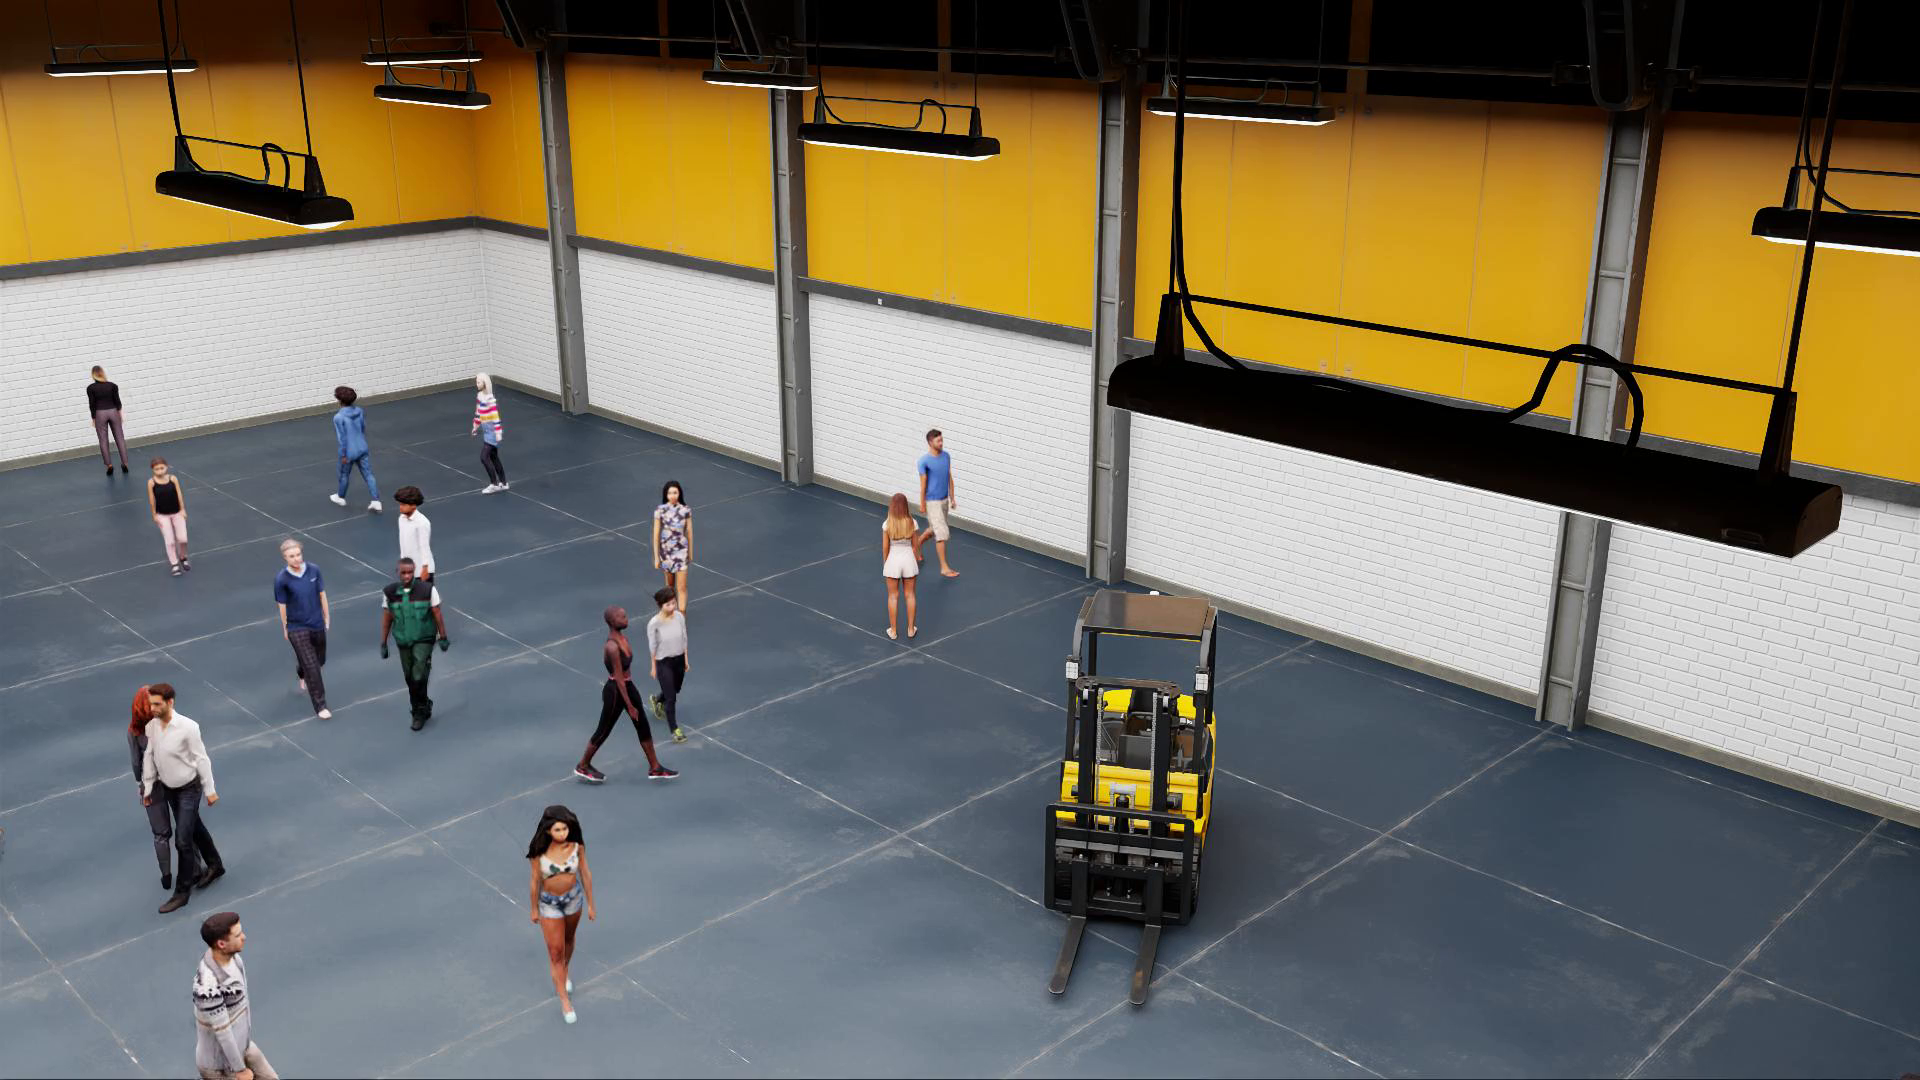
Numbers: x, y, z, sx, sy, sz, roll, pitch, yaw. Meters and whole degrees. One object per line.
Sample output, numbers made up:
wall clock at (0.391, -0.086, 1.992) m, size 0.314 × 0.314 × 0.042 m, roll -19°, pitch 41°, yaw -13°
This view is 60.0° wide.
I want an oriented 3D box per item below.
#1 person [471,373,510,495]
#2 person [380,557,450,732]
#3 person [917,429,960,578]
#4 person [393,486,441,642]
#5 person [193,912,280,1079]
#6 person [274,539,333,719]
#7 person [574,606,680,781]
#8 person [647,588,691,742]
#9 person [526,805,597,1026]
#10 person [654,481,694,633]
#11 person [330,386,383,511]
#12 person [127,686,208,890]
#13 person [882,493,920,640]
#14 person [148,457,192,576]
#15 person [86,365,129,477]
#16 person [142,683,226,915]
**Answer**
person at (-6.695, -1.558, 24.046) m, size 0.806 × 1.790 × 0.677 m, roll -10°, pitch 21°, yaw -28°
person at (-5.362, 0.983, 16.465) m, size 0.949 × 1.813 × 1.012 m, roll 1°, pitch 19°, yaw 4°
person at (-0.350, -0.502, 20.839) m, size 1.179 × 1.836 × 0.640 m, roll 17°, pitch 25°, yaw 41°
person at (-6.060, 0.258, 18.630) m, size 0.540 × 1.805 × 0.713 m, roll 12°, pitch 22°, yaw 33°
person at (-4.554, 3.113, 10.105) m, size 0.939 × 1.835 × 0.875 m, roll -3°, pitch 19°, yaw -9°
person at (-6.644, 0.862, 16.778) m, size 1.067 × 1.842 × 0.671 m, roll 17°, pitch 25°, yaw 42°
person at (-3.217, 1.456, 15.220) m, size 1.227 × 1.711 × 1.100 m, roll 1°, pitch 19°, yaw 4°
person at (-2.888, 1.179, 16.326) m, size 0.586 × 1.530 × 0.963 m, roll -14°, pitch 23°, yaw -36°
person at (-2.891, 2.610, 11.986) m, size 0.759 × 1.588 × 1.035 m, roll -9°, pitch 21°, yaw -26°
person at (-3.292, 0.153, 19.120) m, size 1.023 × 1.692 × 1.201 m, roll -4°, pitch 19°, yaw -10°
person at (-8.368, -1.233, 23.117) m, size 1.189 × 1.767 × 0.781 m, roll 14°, pitch 23°, yaw 35°
person at (-6.456, 1.996, 13.509) m, size 0.656 × 1.779 × 0.660 m, roll -5°, pitch 19°, yaw -14°
person at (-0.670, 0.283, 18.725) m, size 0.669 × 1.697 × 0.714 m, roll -3°, pitch 19°, yaw -8°
person at (-9.871, -0.324, 20.770) m, size 0.610 × 1.543 × 0.648 m, roll -10°, pitch 21°, yaw -28°
person at (-12.792, -1.798, 24.949) m, size 0.627 × 1.669 × 0.579 m, roll -14°, pitch 23°, yaw -35°
person at (-6.214, 1.986, 13.444) m, size 1.069 × 1.839 × 1.024 m, roll 6°, pitch 20°, yaw 18°
